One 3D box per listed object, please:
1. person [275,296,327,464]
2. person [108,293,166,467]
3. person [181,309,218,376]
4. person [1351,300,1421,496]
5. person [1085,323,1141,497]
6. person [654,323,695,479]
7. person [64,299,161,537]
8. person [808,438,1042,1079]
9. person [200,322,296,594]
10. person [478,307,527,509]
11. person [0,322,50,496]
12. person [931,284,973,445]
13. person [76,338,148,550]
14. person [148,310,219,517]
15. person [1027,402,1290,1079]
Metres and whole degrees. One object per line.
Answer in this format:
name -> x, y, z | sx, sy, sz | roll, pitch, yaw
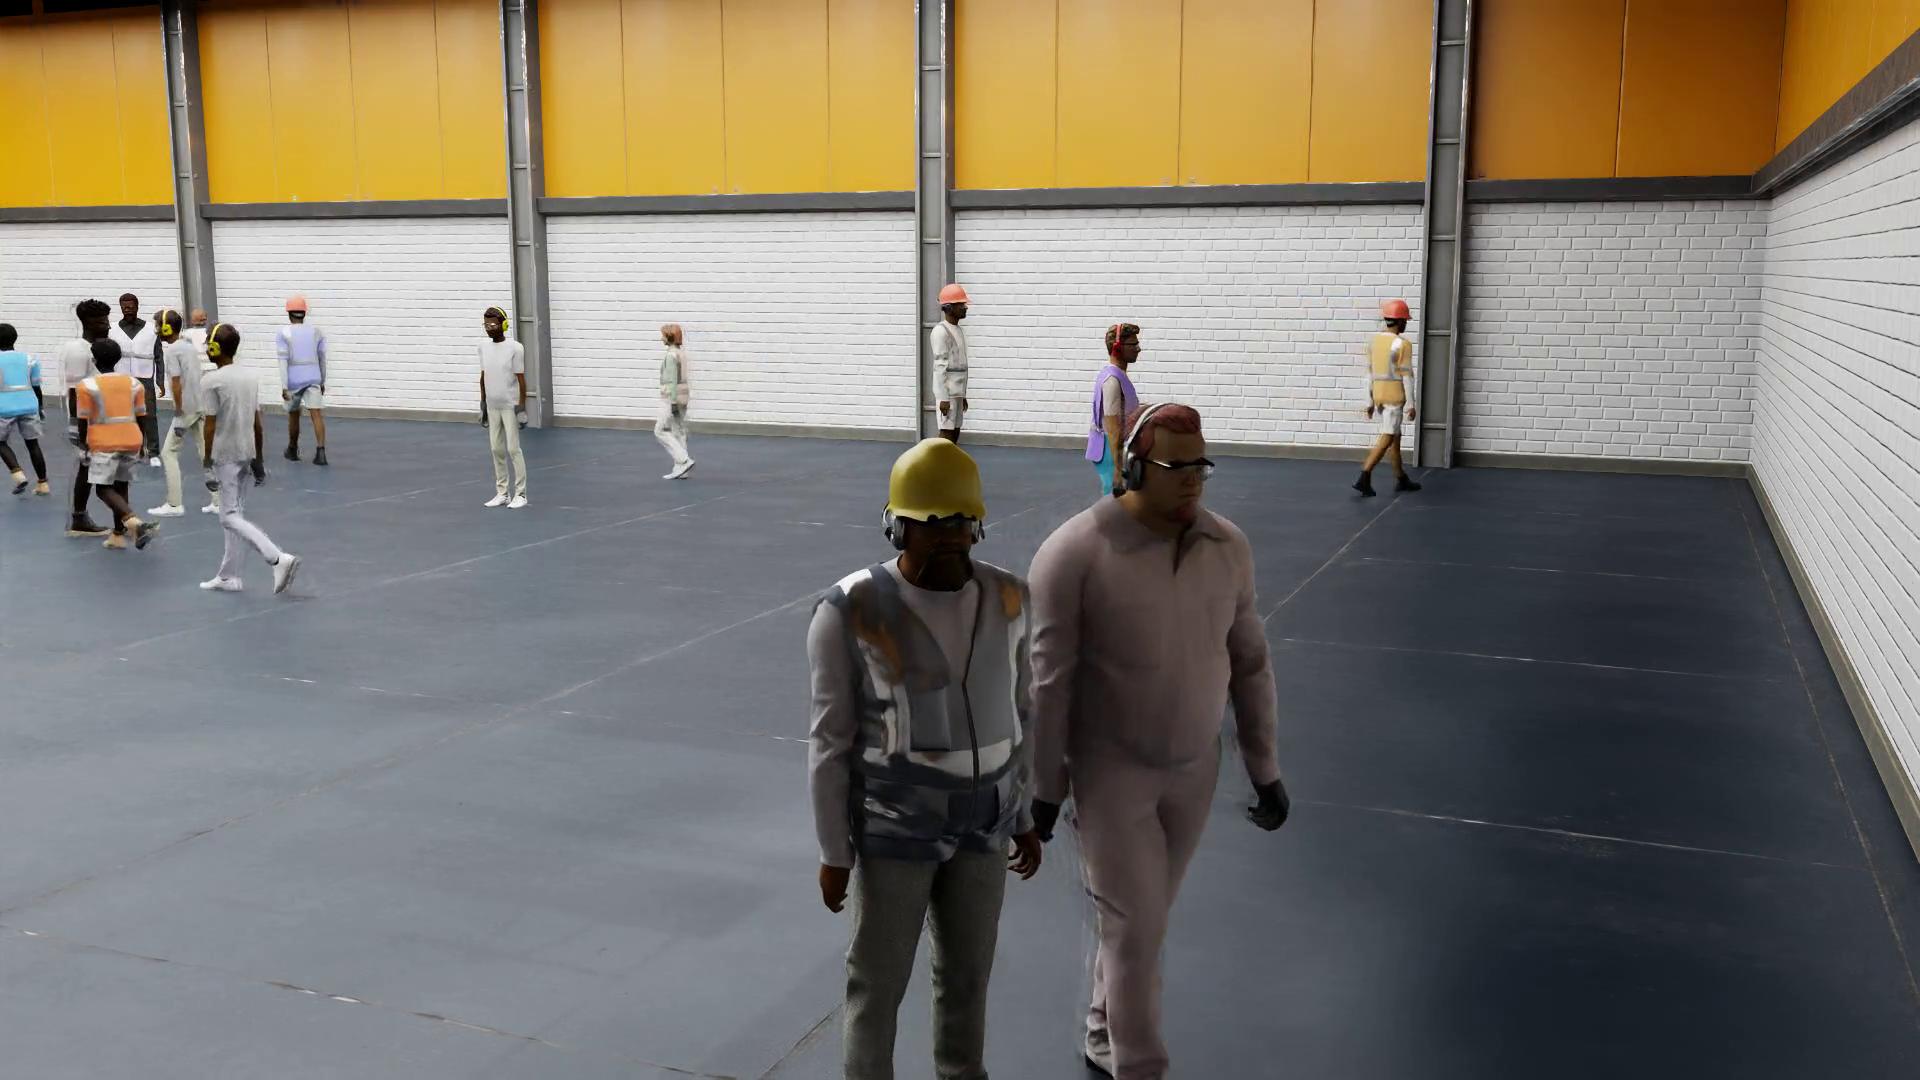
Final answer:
person -> -7.399, -1.797, 18.729 | 0.565, 1.881, 1.012 | -7, 12, -38
person -> -9.090, -1.754, 18.338 | 0.596, 1.918, 0.380 | -4, 10, -21
person -> -10.194, -2.286, 22.414 | 0.513, 1.639, 0.307 | -4, 10, -22
person -> 4.156, -1.377, 16.129 | 0.946, 1.901, 0.557 | -4, 10, -25
person -> 1.026, -0.510, 11.019 | 0.390, 1.846, 0.564 | 1, 9, 5
person -> -2.978, -1.424, 17.232 | 0.367, 1.628, 0.519 | 1, 9, 8
person -> -6.934, -0.986, 13.584 | 0.849, 1.938, 0.619 | -2, 10, -13
person -> -0.062, 0.668, 3.926 | 0.600, 1.830, 0.403 | -5, 11, -29
person -> -4.843, -0.537, 11.199 | 0.786, 1.849, 0.511 | 3, 10, 17
person -> -4.186, -1.203, 15.222 | 0.490, 1.853, 0.370 | 4, 10, 24
person -> -9.047, -1.237, 15.910 | 0.387, 1.681, 0.544 | 7, 12, 36
person -> -0.064, -1.400, 15.809 | 0.367, 2.048, 0.609 | 3, 10, 17
person -> -6.478, -0.717, 12.813 | 0.684, 1.673, 0.538 | 6, 11, 33
person -> -6.912, -1.112, 14.749 | 0.697, 1.828, 0.562 | 0, 9, 1
person -> 0.543, 0.600, 4.191 | 0.662, 1.873, 0.840 | -5, 11, -30
